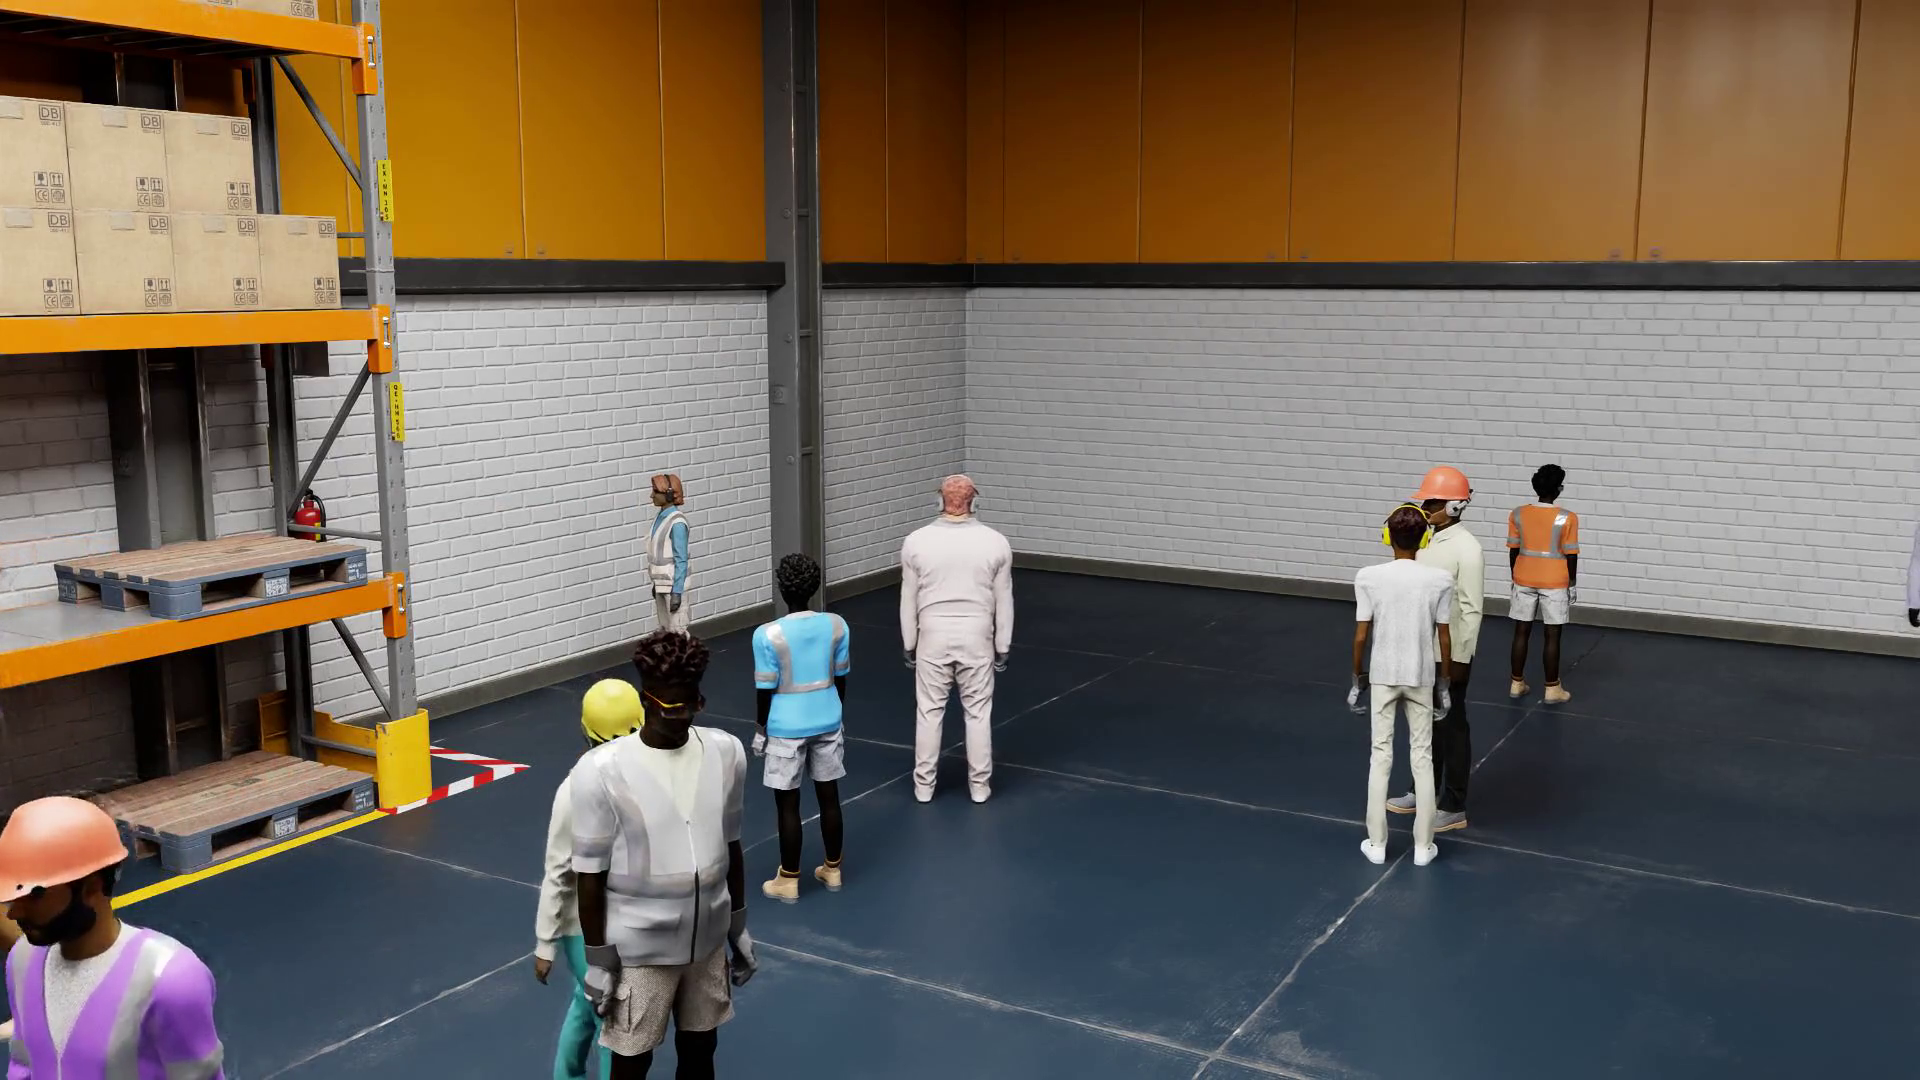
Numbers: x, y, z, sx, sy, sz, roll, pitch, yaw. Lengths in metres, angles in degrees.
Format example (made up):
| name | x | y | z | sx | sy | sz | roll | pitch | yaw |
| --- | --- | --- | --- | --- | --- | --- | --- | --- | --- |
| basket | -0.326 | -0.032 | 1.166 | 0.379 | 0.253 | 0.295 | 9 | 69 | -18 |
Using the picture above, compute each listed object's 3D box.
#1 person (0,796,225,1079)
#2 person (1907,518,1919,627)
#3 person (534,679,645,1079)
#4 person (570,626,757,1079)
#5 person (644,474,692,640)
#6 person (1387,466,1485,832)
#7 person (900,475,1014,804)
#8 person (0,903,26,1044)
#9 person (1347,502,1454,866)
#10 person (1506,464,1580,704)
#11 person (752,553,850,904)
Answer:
| name | x | y | z | sx | sy | sz | roll | pitch | yaw |
| --- | --- | --- | --- | --- | --- | --- | --- | --- | --- |
| person | -1.947 | 1.482 | 3.898 | 0.548 | 1.882 | 1.015 | 4 | 10 | 23 |
| person | 6.462 | 0.416 | 10.720 | 0.631 | 1.822 | 0.733 | 3 | 10 | 20 |
| person | -1.202 | 1.279 | 5.648 | 0.617 | 1.717 | 0.581 | 3 | 10 | 20 |
| person | -0.904 | 1.233 | 5.176 | 0.602 | 1.960 | 0.368 | -8 | 12 | -40 |
| person | -2.041 | 0.346 | 11.709 | 0.307 | 1.641 | 0.513 | -5 | 10 | -29 |
| person | 2.624 | 0.587 | 9.100 | 0.375 | 1.995 | 0.609 | -2 | 9 | -12 |
| person | -0.015 | 0.573 | 9.513 | 0.648 | 1.896 | 0.401 | 0 | 9 | -1 |
| person | -3.931 | 1.045 | 6.277 | 1.063 | 1.996 | 0.606 | -7 | 12 | -39 |
| person | 2.256 | 0.739 | 8.539 | 0.521 | 1.873 | 0.336 | 2 | 9 | 13 |
| person | 4.124 | 0.307 | 11.776 | 0.318 | 1.697 | 0.536 | -9 | 13 | -44 |
| person | -0.769 | 0.905 | 8.046 | 0.532 | 1.696 | 0.319 | -7 | 11 | -36 |
